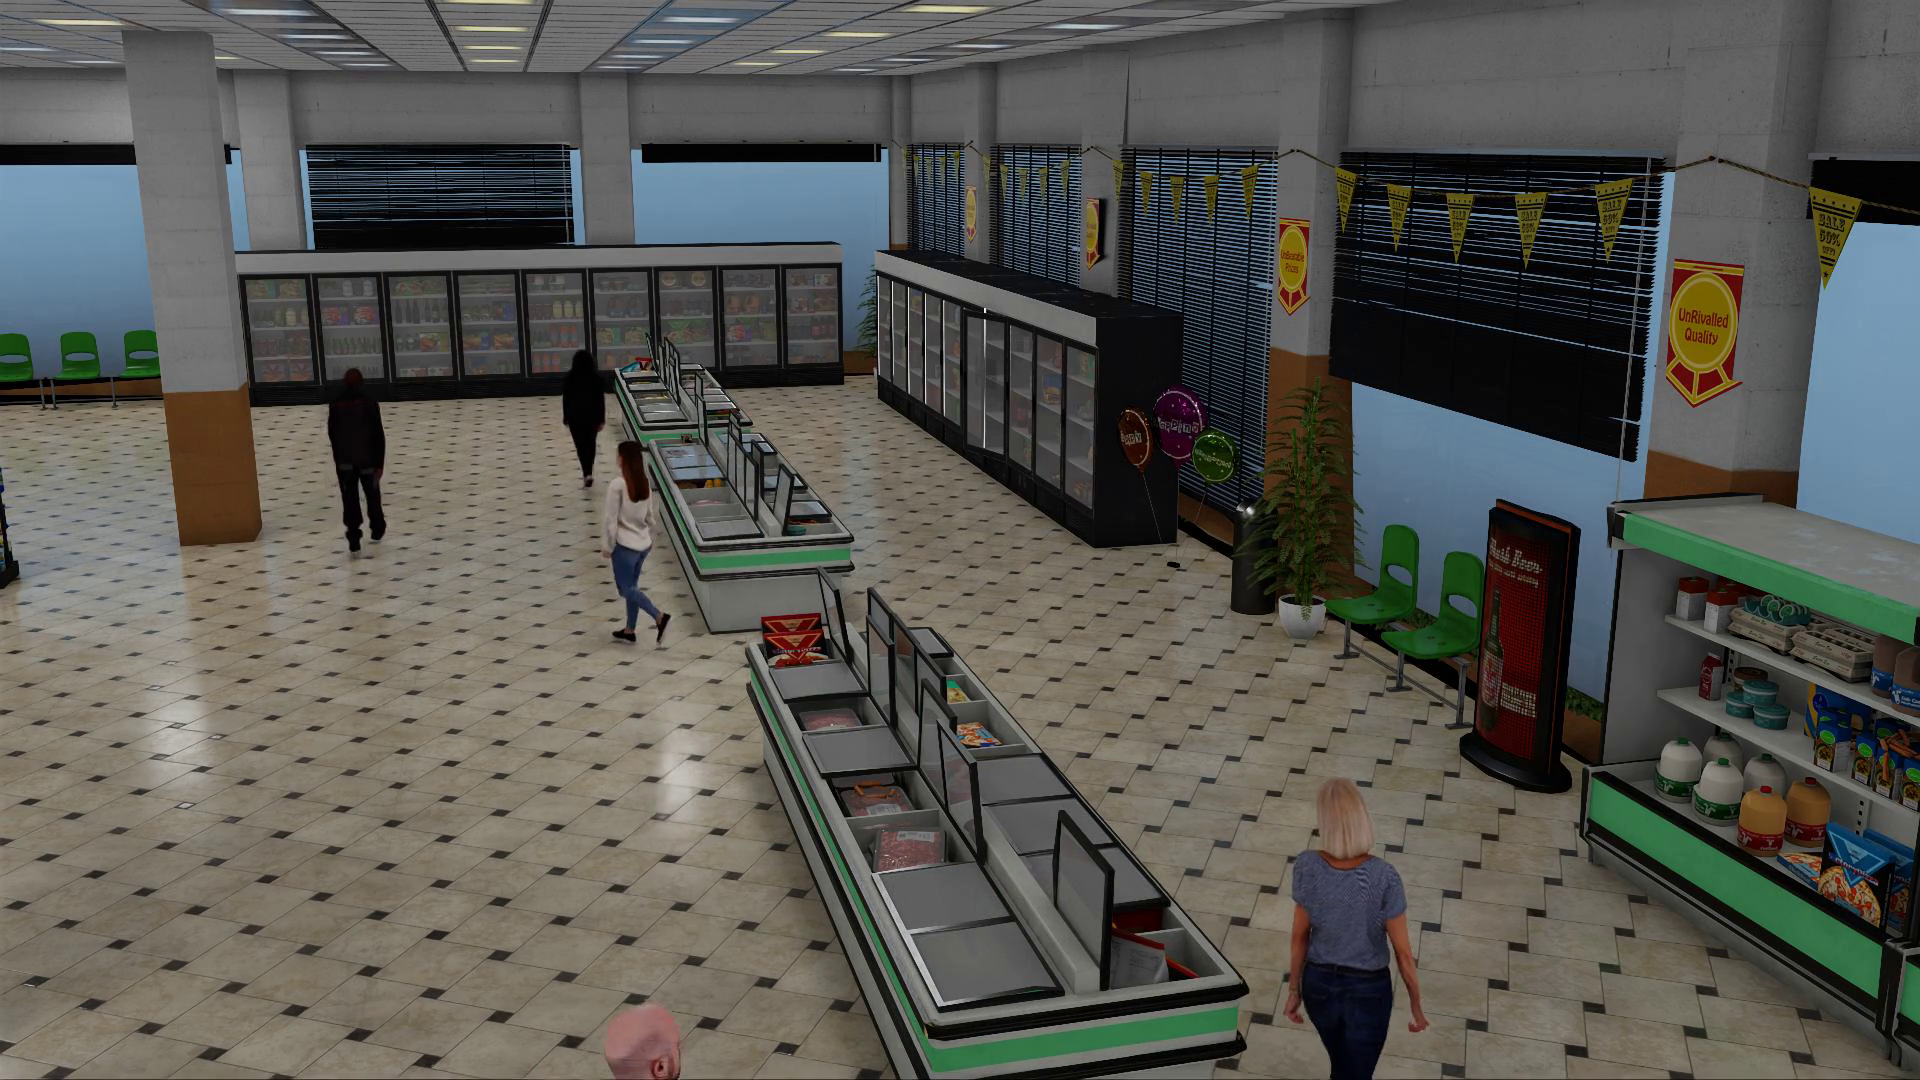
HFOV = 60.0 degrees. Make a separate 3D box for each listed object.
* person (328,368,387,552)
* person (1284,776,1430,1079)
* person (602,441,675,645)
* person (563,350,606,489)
[{"bbox_3d":[-5.931,-0.755,16.298,0.721,1.792,1.176,-3,14,-12],"label":"person"},{"bbox_3d":[1.410,1.758,6.193,1.127,1.672,1.160,10,17,35],"label":"person"},{"bbox_3d":[-2.556,0.066,13.162,1.037,1.676,0.982,8,16,29],"label":"person"},{"bbox_3d":[-4.351,-1.369,19.294,0.743,1.575,1.183,-6,15,-23],"label":"person"}]
